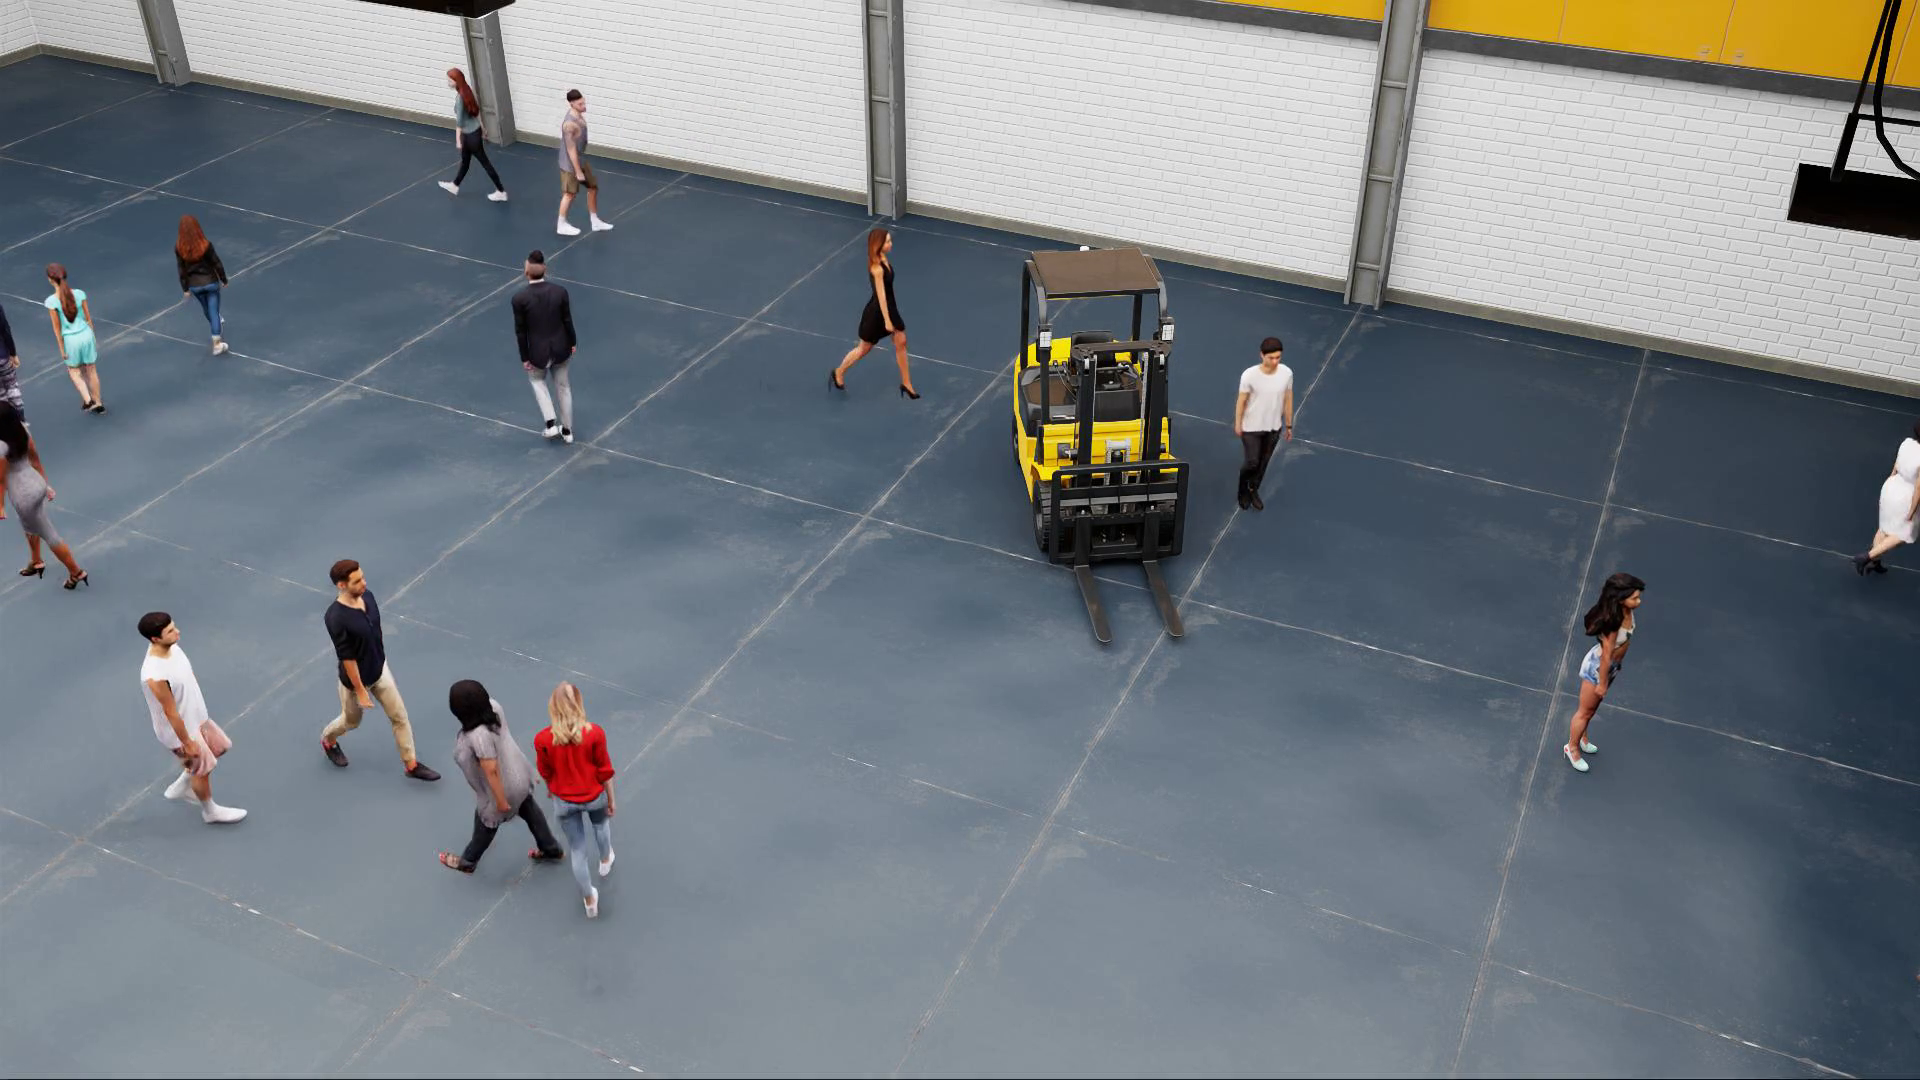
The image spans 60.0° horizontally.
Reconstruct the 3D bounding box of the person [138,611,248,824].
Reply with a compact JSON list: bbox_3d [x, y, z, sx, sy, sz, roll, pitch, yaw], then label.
[{"bbox_3d":[-5.301,1.231,11.166,0.905,1.772,0.831,-5,34,-7],"label":"person"}]

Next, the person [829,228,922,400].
[{"bbox_3d":[-0.870,-2.151,16.234,1.215,1.794,0.815,5,34,7],"label":"person"}]

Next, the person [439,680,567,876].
[{"bbox_3d":[-2.924,1.568,10.854,1.135,1.556,0.918,1,34,1],"label":"person"}]

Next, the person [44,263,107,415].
[{"bbox_3d":[-8.506,-1.914,16.106,0.690,1.542,0.651,29,43,36],"label":"person"}]

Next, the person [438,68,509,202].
[{"bbox_3d":[-5.941,-4.962,20.555,1.193,1.693,0.869,5,34,7],"label":"person"}]

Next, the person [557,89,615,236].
[{"bbox_3d":[-4.592,-4.420,19.498,1.010,1.799,0.821,-1,34,-2],"label":"person"}]

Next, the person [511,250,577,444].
[{"bbox_3d":[-3.807,-1.757,15.509,0.844,1.941,0.889,-14,36,-20],"label":"person"}]

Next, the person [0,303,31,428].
[{"bbox_3d":[-9.080,-1.681,15.594,0.759,1.719,0.797,-21,39,-28],"label":"person"}]

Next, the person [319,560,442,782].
[{"bbox_3d":[-4.236,0.931,11.576,1.191,1.818,0.680,14,36,20],"label":"person"}]

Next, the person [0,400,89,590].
[{"bbox_3d":[-7.469,-0.330,13.524,0.957,1.761,0.801,-1,34,-1],"label":"person"}]

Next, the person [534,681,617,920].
[{"bbox_3d":[-2.414,1.702,10.543,0.910,1.676,0.949,-9,35,-13],"label":"person"}]

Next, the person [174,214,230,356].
[{"bbox_3d":[-7.855,-2.626,17.268,1.005,1.440,0.974,-5,34,-7],"label":"person"}]

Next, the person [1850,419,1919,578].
[{"bbox_3d":[7.694,-0.318,13.704,0.864,1.542,0.774,-7,34,-11],"label":"person"}]

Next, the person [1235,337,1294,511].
[{"bbox_3d":[2.641,-1.076,14.695,0.705,1.707,0.780,-8,34,-12],"label":"person"}]

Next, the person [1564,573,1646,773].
[{"bbox_3d":[4.545,0.917,11.771,0.592,1.625,0.595,20,39,28],"label":"person"}]
